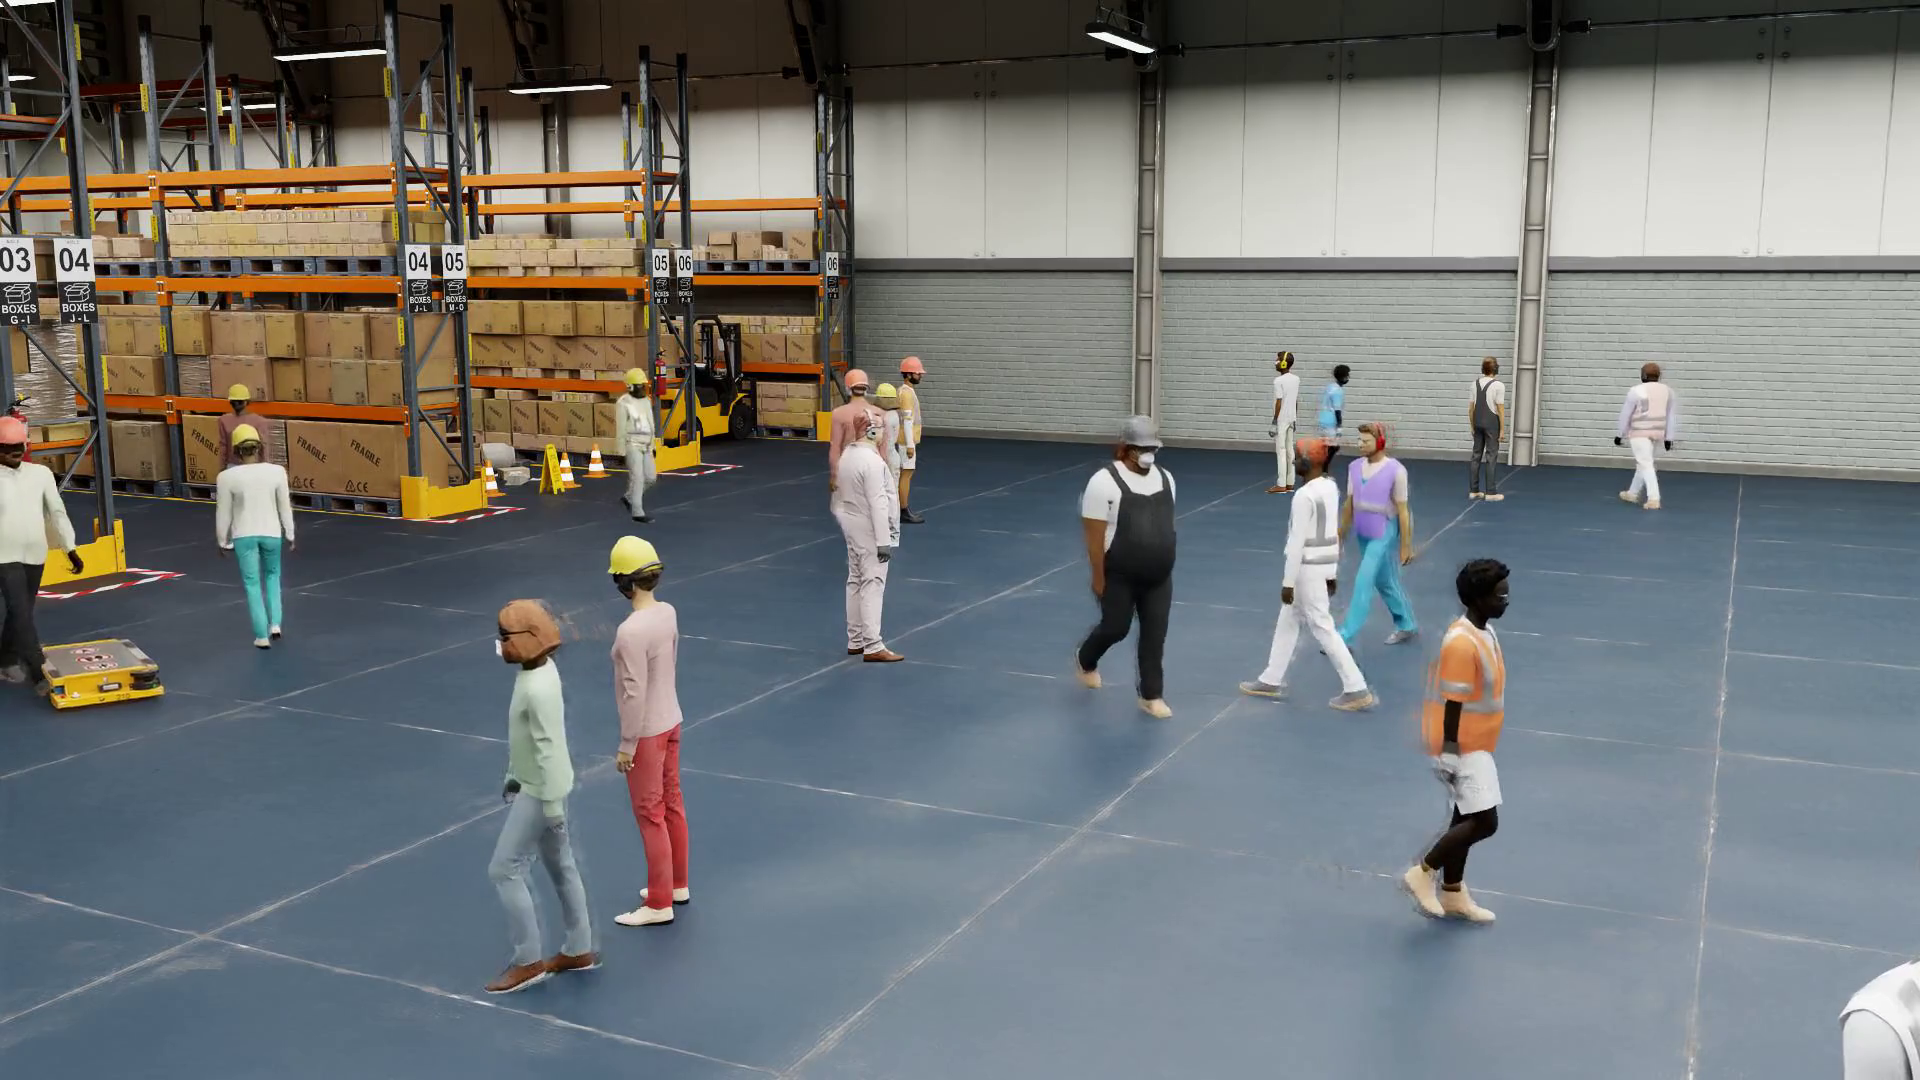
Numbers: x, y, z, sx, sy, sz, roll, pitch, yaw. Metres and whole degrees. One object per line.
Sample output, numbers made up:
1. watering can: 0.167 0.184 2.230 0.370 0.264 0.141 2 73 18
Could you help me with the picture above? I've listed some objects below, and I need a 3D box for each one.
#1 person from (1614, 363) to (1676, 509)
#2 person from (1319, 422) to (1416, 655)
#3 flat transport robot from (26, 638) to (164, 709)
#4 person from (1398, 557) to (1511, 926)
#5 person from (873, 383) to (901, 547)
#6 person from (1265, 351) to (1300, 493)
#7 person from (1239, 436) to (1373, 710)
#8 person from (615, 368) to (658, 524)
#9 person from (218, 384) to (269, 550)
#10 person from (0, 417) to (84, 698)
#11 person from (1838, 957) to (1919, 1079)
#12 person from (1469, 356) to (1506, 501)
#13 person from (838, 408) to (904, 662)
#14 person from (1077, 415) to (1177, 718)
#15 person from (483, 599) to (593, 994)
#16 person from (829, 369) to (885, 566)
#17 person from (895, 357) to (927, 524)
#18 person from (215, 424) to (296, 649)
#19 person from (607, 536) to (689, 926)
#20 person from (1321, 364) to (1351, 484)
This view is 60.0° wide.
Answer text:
1. person: 8.495 -1.292 20.622 0.626 1.795 0.979 -3 10 -15
2. person: 3.206 -0.023 12.831 0.980 1.798 0.585 -4 10 -24
3. flat transport robot: -6.123 0.913 11.727 0.652 0.197 1.431 -7 11 -36
4. person: 2.268 0.907 7.408 0.369 1.684 0.544 5 10 27
5. person: -0.782 -0.797 17.710 0.294 1.744 0.488 0 9 2
6. person: 4.261 -1.553 21.941 0.325 1.877 0.521 9 13 43
7. person: 2.383 0.217 11.214 0.963 1.841 0.587 5 11 30
8. person: -3.764 -1.087 19.255 0.480 1.818 0.612 4 10 23
9. person: -7.544 -0.760 17.462 0.552 1.735 0.743 0 9 -2
10. person: -6.535 0.106 11.603 1.051 1.935 0.623 5 11 29
11. person: 1.968 1.474 3.356 0.585 1.882 0.337 -5 11 -29
12. person: 6.730 -1.417 21.199 0.339 1.846 0.514 -7 12 -36
13. person: -0.670 -0.038 12.548 0.410 1.912 0.643 -4 10 -25
14. person: 1.116 0.131 11.111 0.687 2.000 0.785 -4 10 -25
15. person: -1.796 1.042 6.840 0.575 1.615 0.507 -2 9 -11
16. person: -1.020 -0.692 16.343 0.642 1.974 0.441 -6 11 -33
17. person: -0.573 -1.162 19.353 0.371 1.935 0.551 -1 9 -5
18. person: -5.511 -0.034 12.993 0.560 1.743 0.557 -6 11 -33
19. person: -1.427 0.856 7.508 0.319 1.765 0.533 2 9 11
20. person: 5.087 -1.564 22.632 0.422 1.659 0.551 2 9 11
